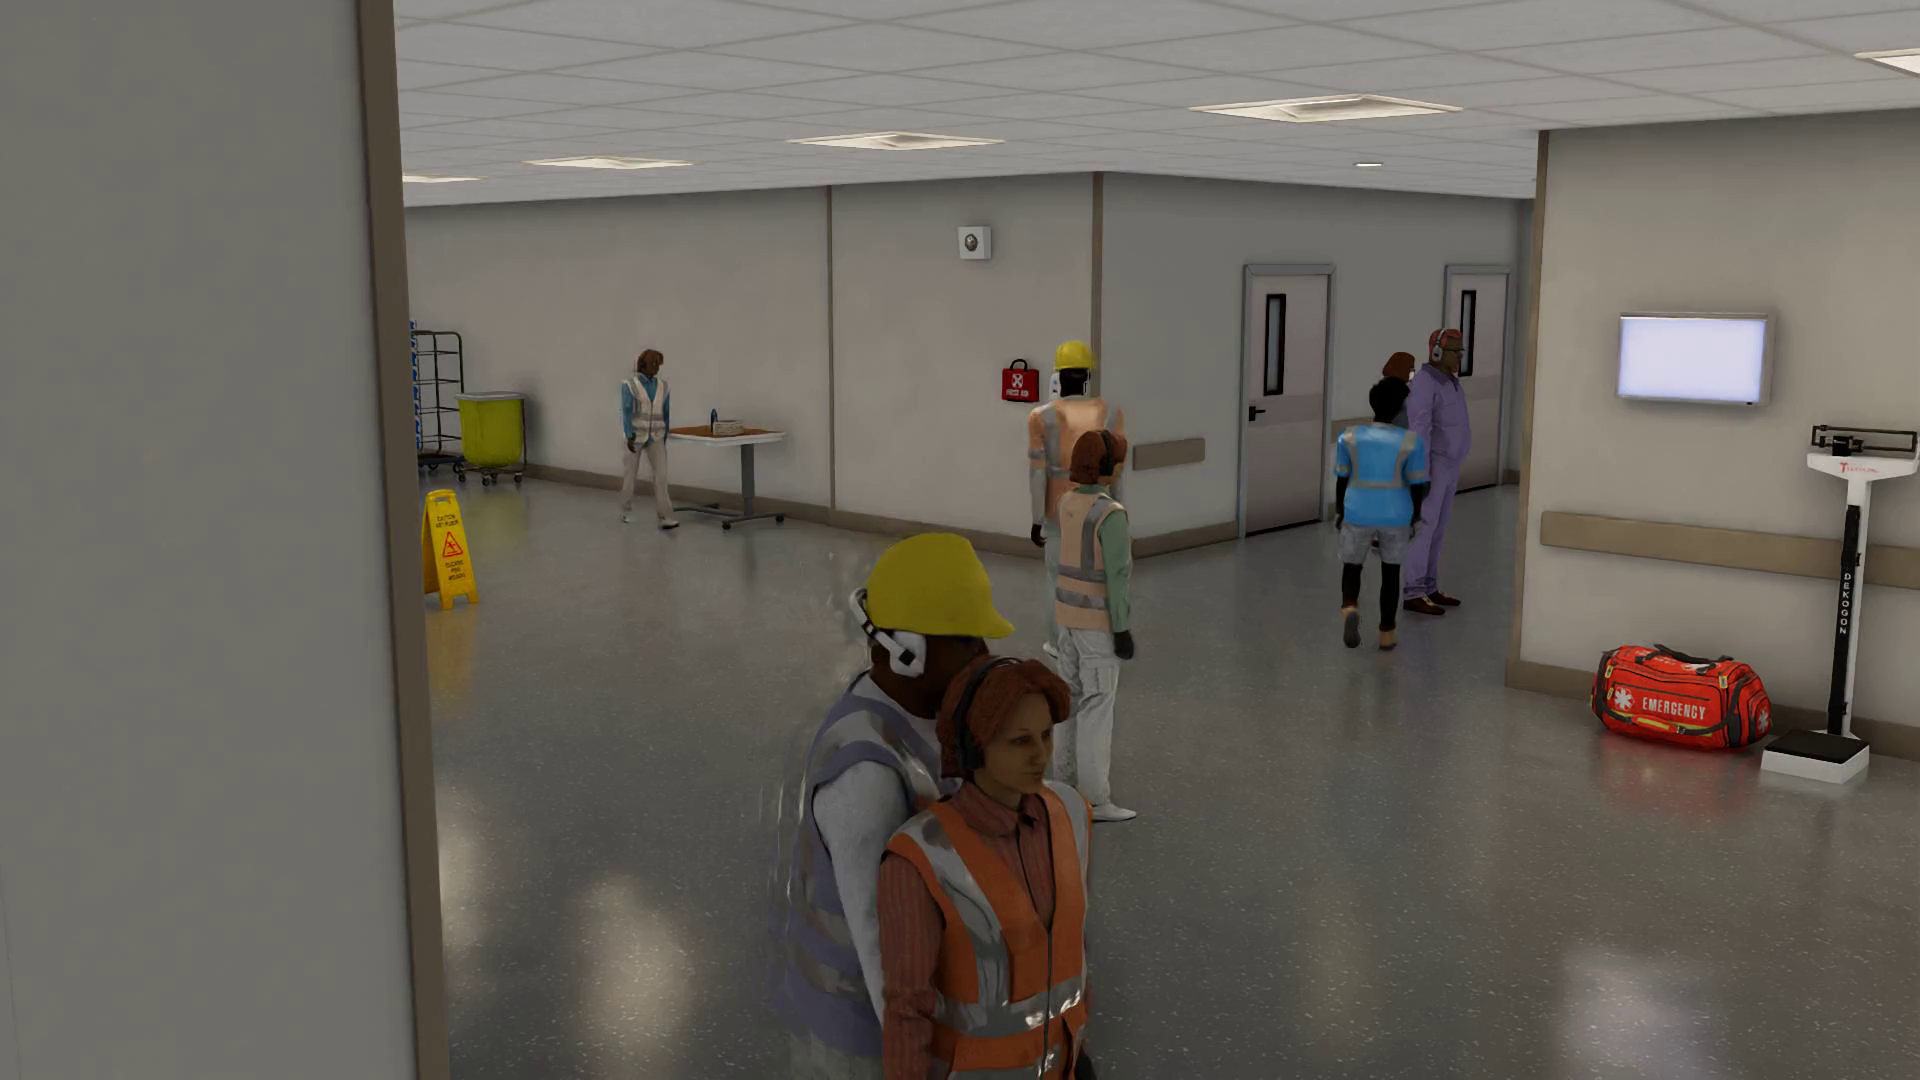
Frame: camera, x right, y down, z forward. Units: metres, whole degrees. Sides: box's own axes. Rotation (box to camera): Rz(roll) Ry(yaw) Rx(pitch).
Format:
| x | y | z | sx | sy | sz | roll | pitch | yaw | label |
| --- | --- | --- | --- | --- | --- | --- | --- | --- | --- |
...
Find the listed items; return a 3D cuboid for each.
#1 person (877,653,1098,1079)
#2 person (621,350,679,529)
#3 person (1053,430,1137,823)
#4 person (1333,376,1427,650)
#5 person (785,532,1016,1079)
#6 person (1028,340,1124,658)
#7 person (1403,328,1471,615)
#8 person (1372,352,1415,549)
| x | y | z | sx | sy | sz | roll | pitch | yaw | label |
| --- | --- | --- | --- | --- | --- | --- | --- | --- | --- |
| 0.055 | 1.004 | 2.985 | 0.310 | 1.638 | 0.522 | 8 | 12 | 42 | person |
| -2.798 | -0.899 | 14.820 | 0.515 | 1.584 | 0.909 | -6 | 11 | -34 | person |
| 0.551 | 0.357 | 6.976 | 0.311 | 1.636 | 0.511 | -3 | 10 | -21 | person |
| 2.479 | -0.136 | 9.864 | 0.547 | 1.675 | 0.619 | 3 | 10 | 20 | person |
| -0.061 | 0.878 | 3.233 | 0.637 | 1.805 | 0.632 | 2 | 9 | 10 | person |
| 0.689 | -0.188 | 9.534 | 0.595 | 1.897 | 0.867 | -2 | 9 | -13 | person |
| 3.216 | -0.465 | 11.177 | 0.403 | 1.904 | 0.651 | 6 | 11 | 33 | person |
| 3.571 | -0.730 | 13.661 | 0.283 | 1.625 | 0.495 | 4 | 10 | 25 | person |
